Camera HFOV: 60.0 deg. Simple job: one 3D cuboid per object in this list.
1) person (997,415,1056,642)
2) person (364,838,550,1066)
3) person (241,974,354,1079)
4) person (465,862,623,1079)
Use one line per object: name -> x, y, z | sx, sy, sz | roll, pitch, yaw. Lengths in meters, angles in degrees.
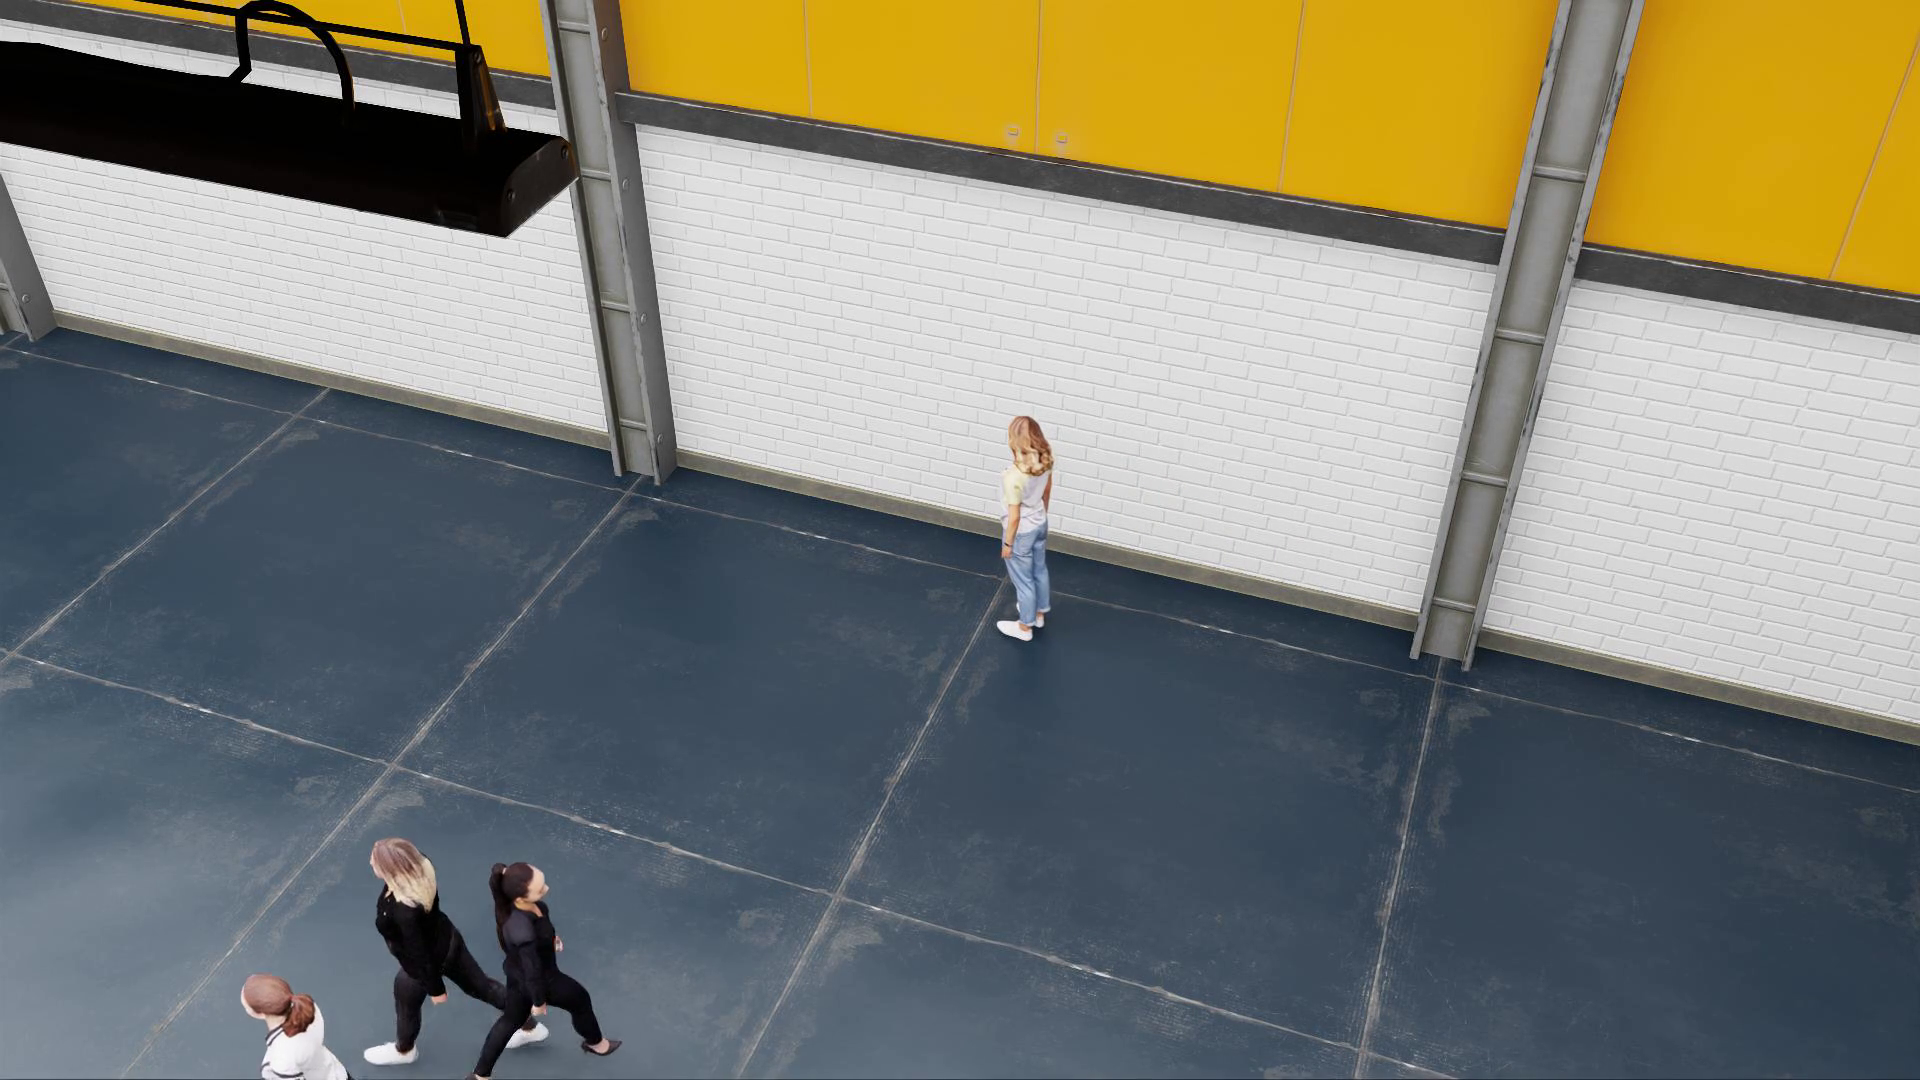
person -> 0.431, -0.069, 10.777 | 0.639, 1.723, 0.685 | 25, 45, 28
person -> -2.500, 2.051, 8.188 | 1.259, 1.641, 0.964 | -2, 39, -3
person -> -2.803, 2.551, 7.494 | 0.978, 1.725, 0.778 | 1, 39, 1
person -> -2.134, 2.147, 8.048 | 1.071, 1.666, 1.050 | -20, 43, -23
